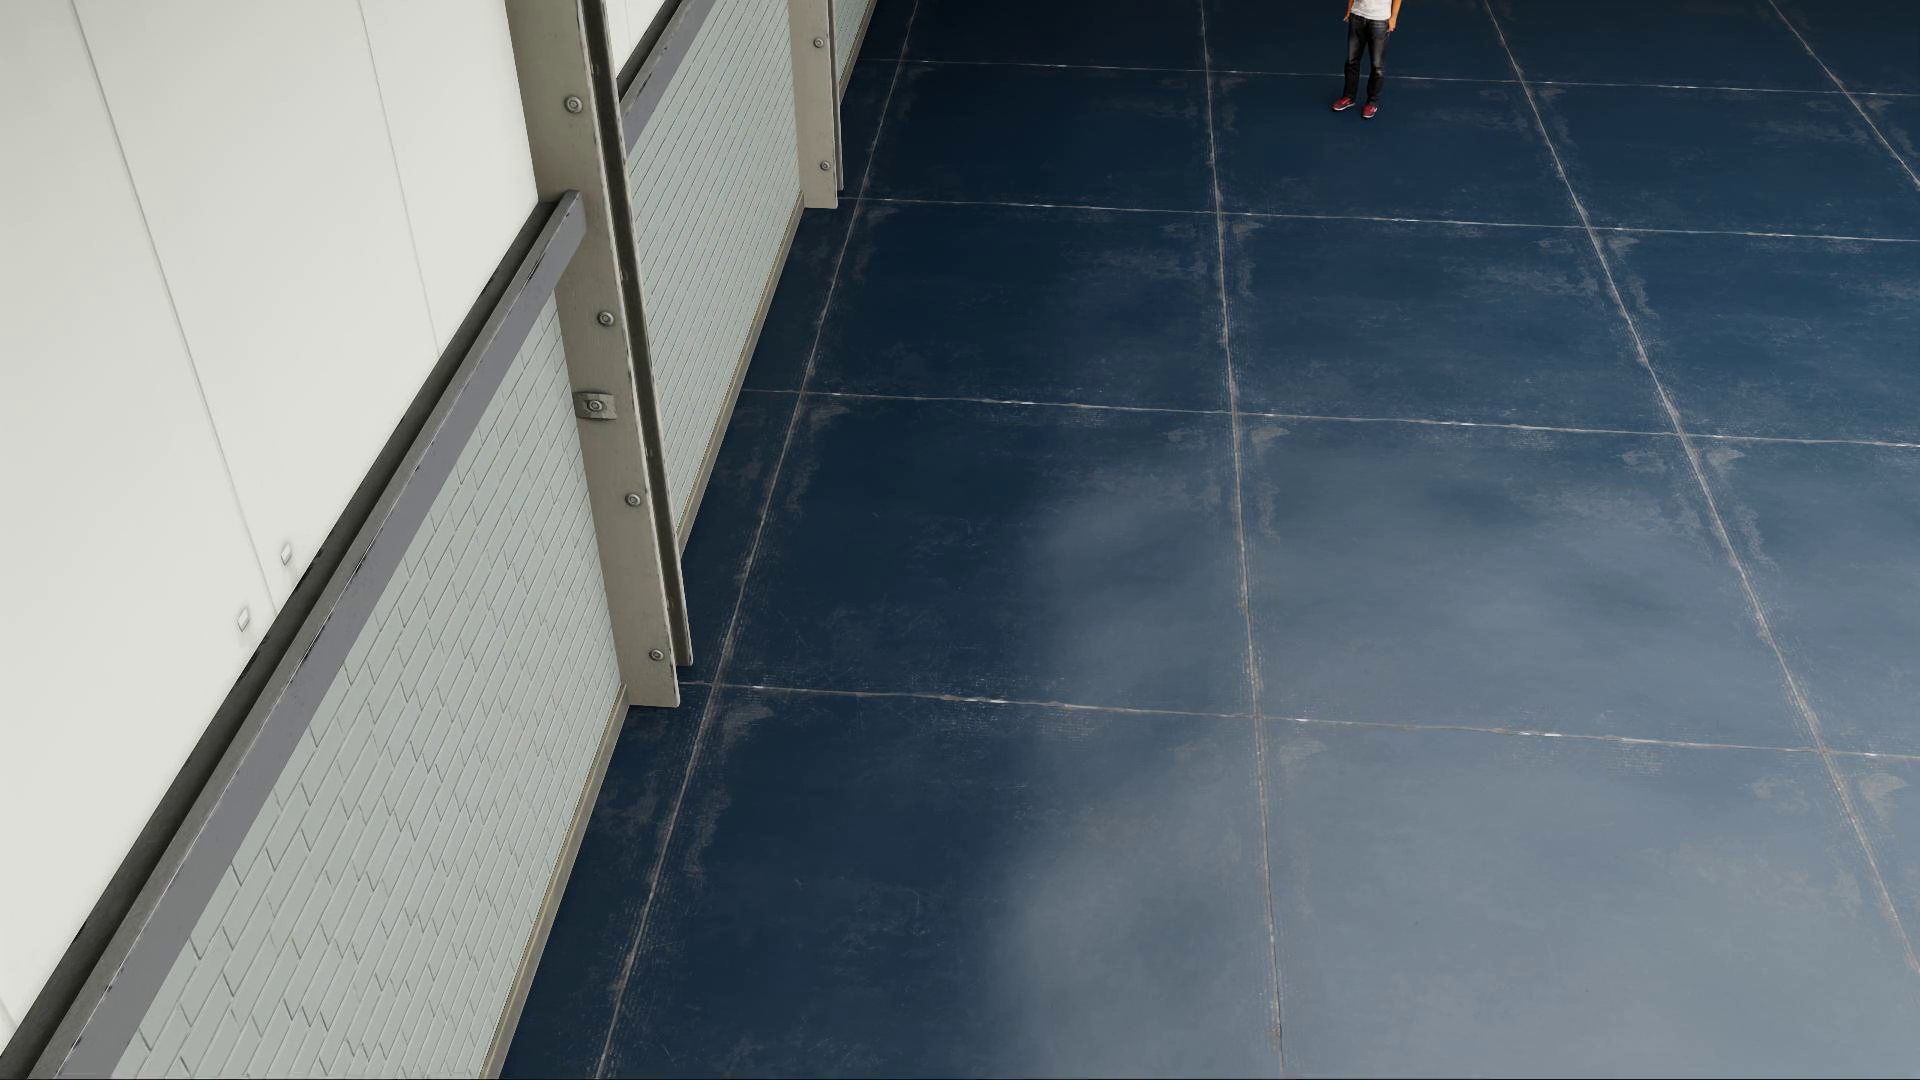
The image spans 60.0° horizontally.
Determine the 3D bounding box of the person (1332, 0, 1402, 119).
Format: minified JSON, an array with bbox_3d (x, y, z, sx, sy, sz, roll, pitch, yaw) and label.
[{"bbox_3d":[3.691,-4.701,14.859,0.711,1.804,0.705,23,43,26],"label":"person"}]
